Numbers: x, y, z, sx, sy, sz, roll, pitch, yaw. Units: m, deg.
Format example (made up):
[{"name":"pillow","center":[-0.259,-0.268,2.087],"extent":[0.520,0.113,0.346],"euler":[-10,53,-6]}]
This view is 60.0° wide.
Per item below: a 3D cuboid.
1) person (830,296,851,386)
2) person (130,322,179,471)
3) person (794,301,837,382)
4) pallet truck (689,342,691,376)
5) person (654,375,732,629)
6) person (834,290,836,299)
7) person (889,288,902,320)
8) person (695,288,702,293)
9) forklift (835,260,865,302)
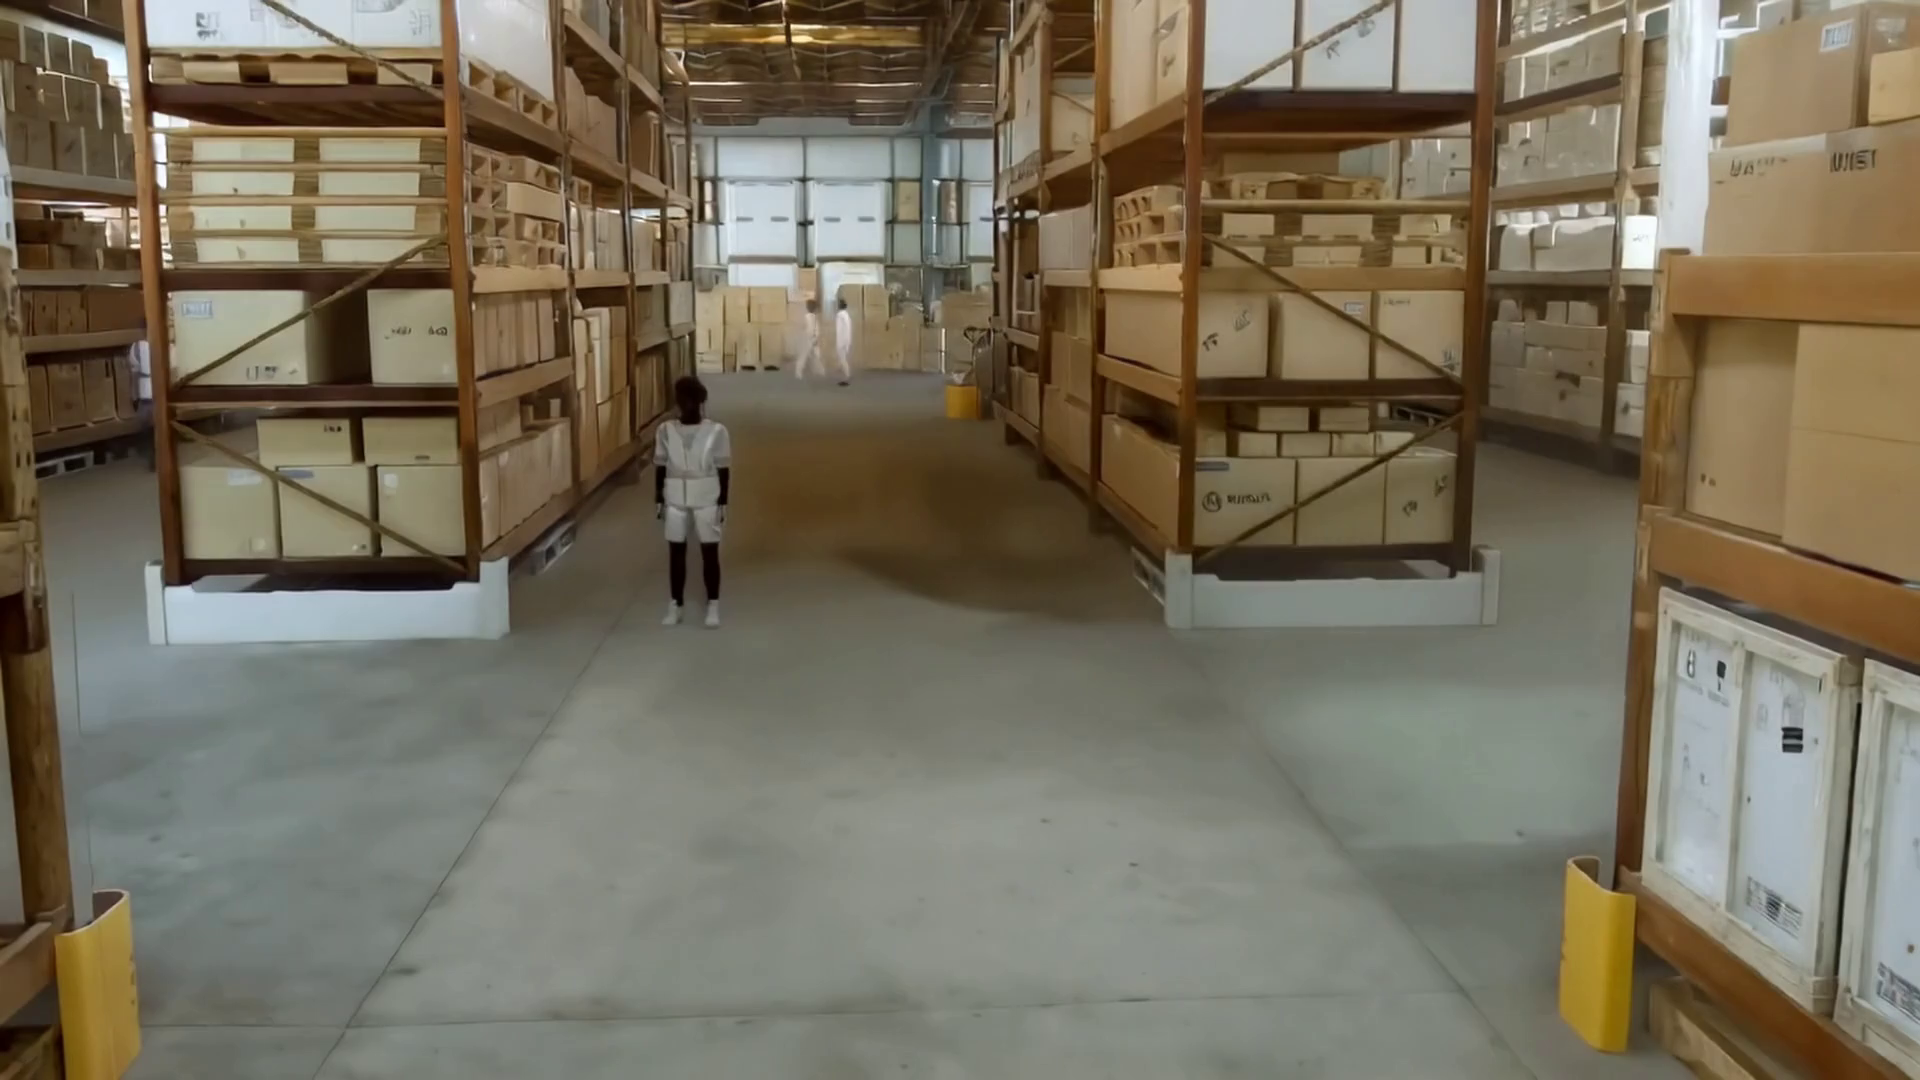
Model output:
[{"name":"person","center":[-2.541,-4.220,35.320],"extent":[0.512,1.920,0.661],"euler":[-2,9,-12]},{"name":"person","center":[-9.485,-1.735,19.718],"extent":[0.585,1.922,0.457],"euler":[-1,9,-8]},{"name":"person","center":[-3.213,-4.358,36.593],"extent":[0.963,1.788,0.646],"euler":[1,9,4]},{"name":"pallet truck","center":[-5.225,-3.008,27.480],"extent":[1.885,1.965,0.823],"euler":[2,9,14]},{"name":"person","center":[-1.785,-0.249,11.092],"extent":[0.531,1.698,0.320],"euler":[1,9,8]},{"name":"person","center":[-4.657,-8.551,62.580],"extent":[0.643,1.910,0.592],"euler":[1,9,7]},{"name":"person","center":[-2.306,-7.828,57.980],"extent":[0.636,1.929,0.385],"euler":[3,10,20]},{"name":"person","center":[-8.468,-7.175,53.833],"extent":[0.354,1.936,0.635],"euler":[-8,12,-43]},{"name":"forklift","center":[-3.422,-7.307,51.714],"extent":[1.129,2.768,1.873],"euler":[-1,9,-4]}]
